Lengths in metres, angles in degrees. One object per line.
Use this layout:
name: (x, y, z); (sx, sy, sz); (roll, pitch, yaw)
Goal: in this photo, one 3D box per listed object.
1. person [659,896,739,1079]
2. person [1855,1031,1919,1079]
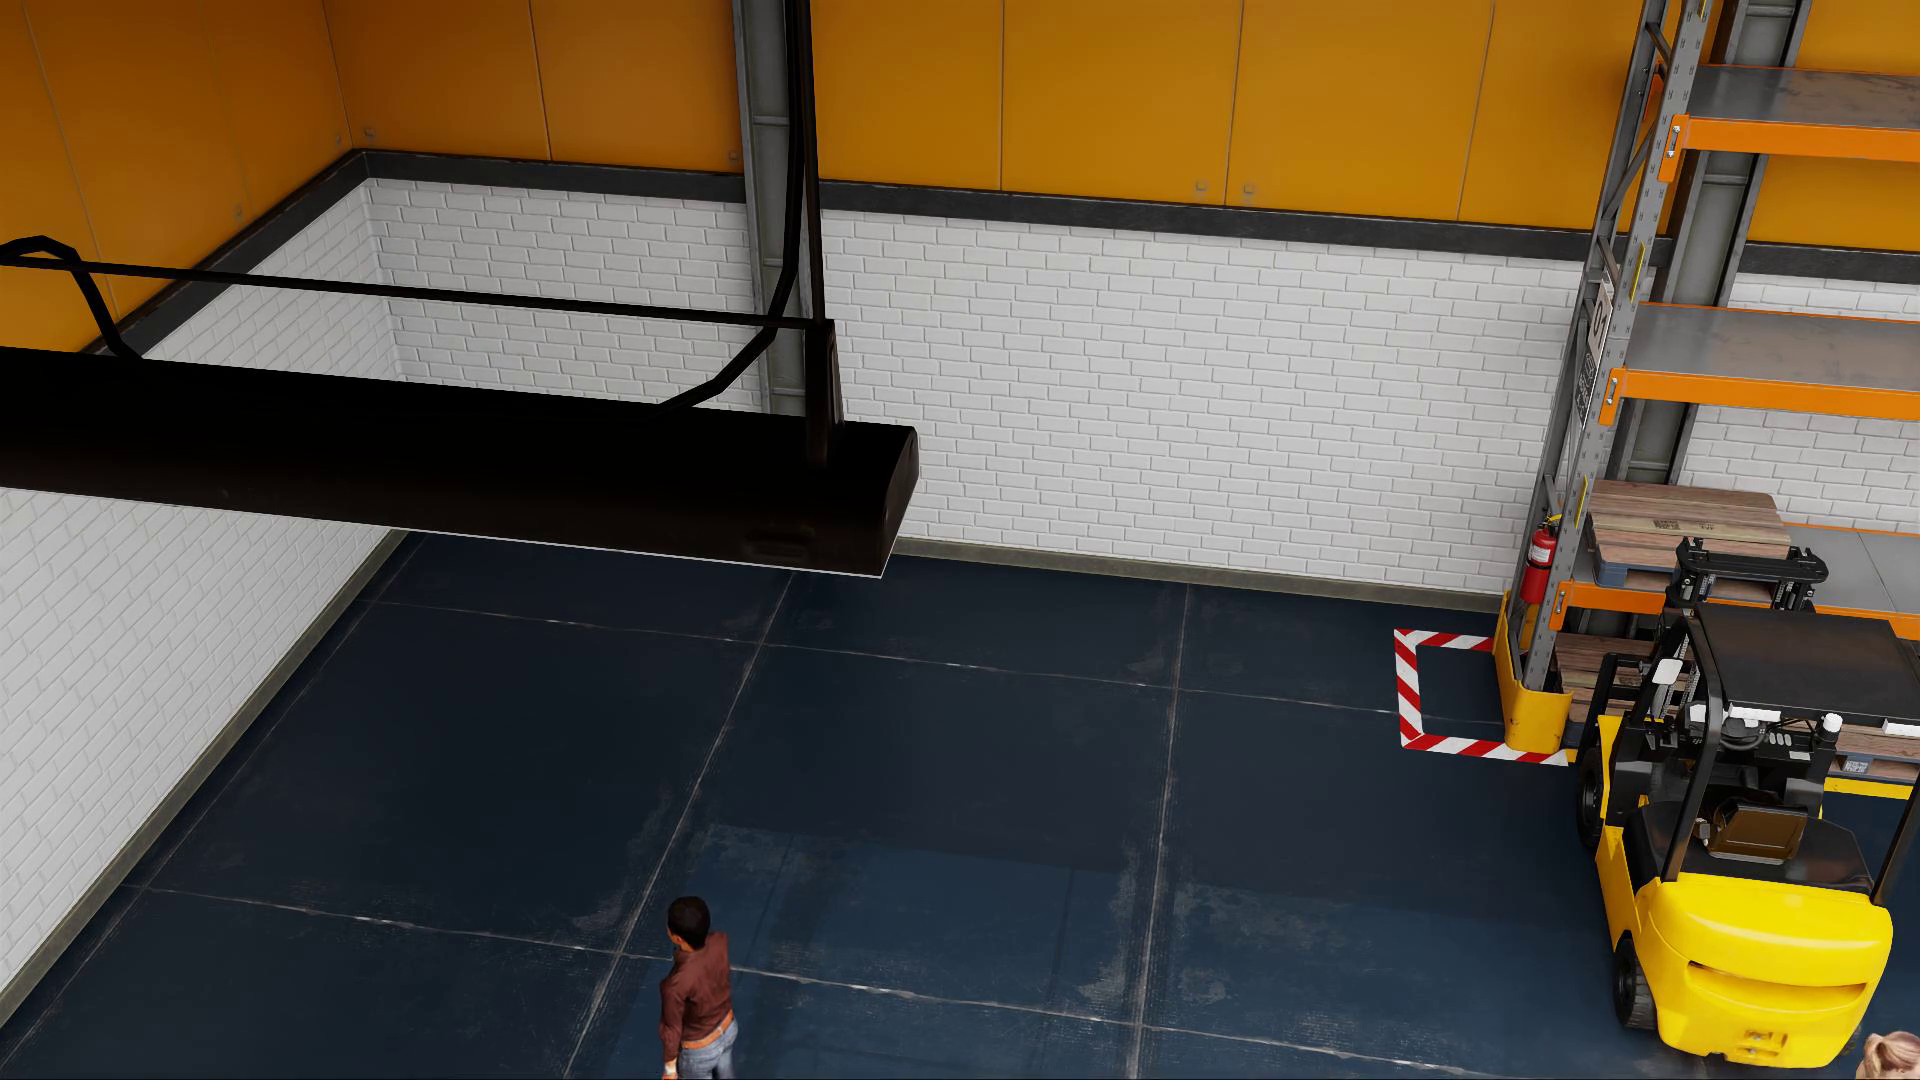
person: (-1.211, 2.392, 7.968); (0.630, 1.778, 0.699); (16, 37, 23)
person: (3.895, 2.784, 7.457); (0.804, 1.691, 0.601); (9, 35, 13)
